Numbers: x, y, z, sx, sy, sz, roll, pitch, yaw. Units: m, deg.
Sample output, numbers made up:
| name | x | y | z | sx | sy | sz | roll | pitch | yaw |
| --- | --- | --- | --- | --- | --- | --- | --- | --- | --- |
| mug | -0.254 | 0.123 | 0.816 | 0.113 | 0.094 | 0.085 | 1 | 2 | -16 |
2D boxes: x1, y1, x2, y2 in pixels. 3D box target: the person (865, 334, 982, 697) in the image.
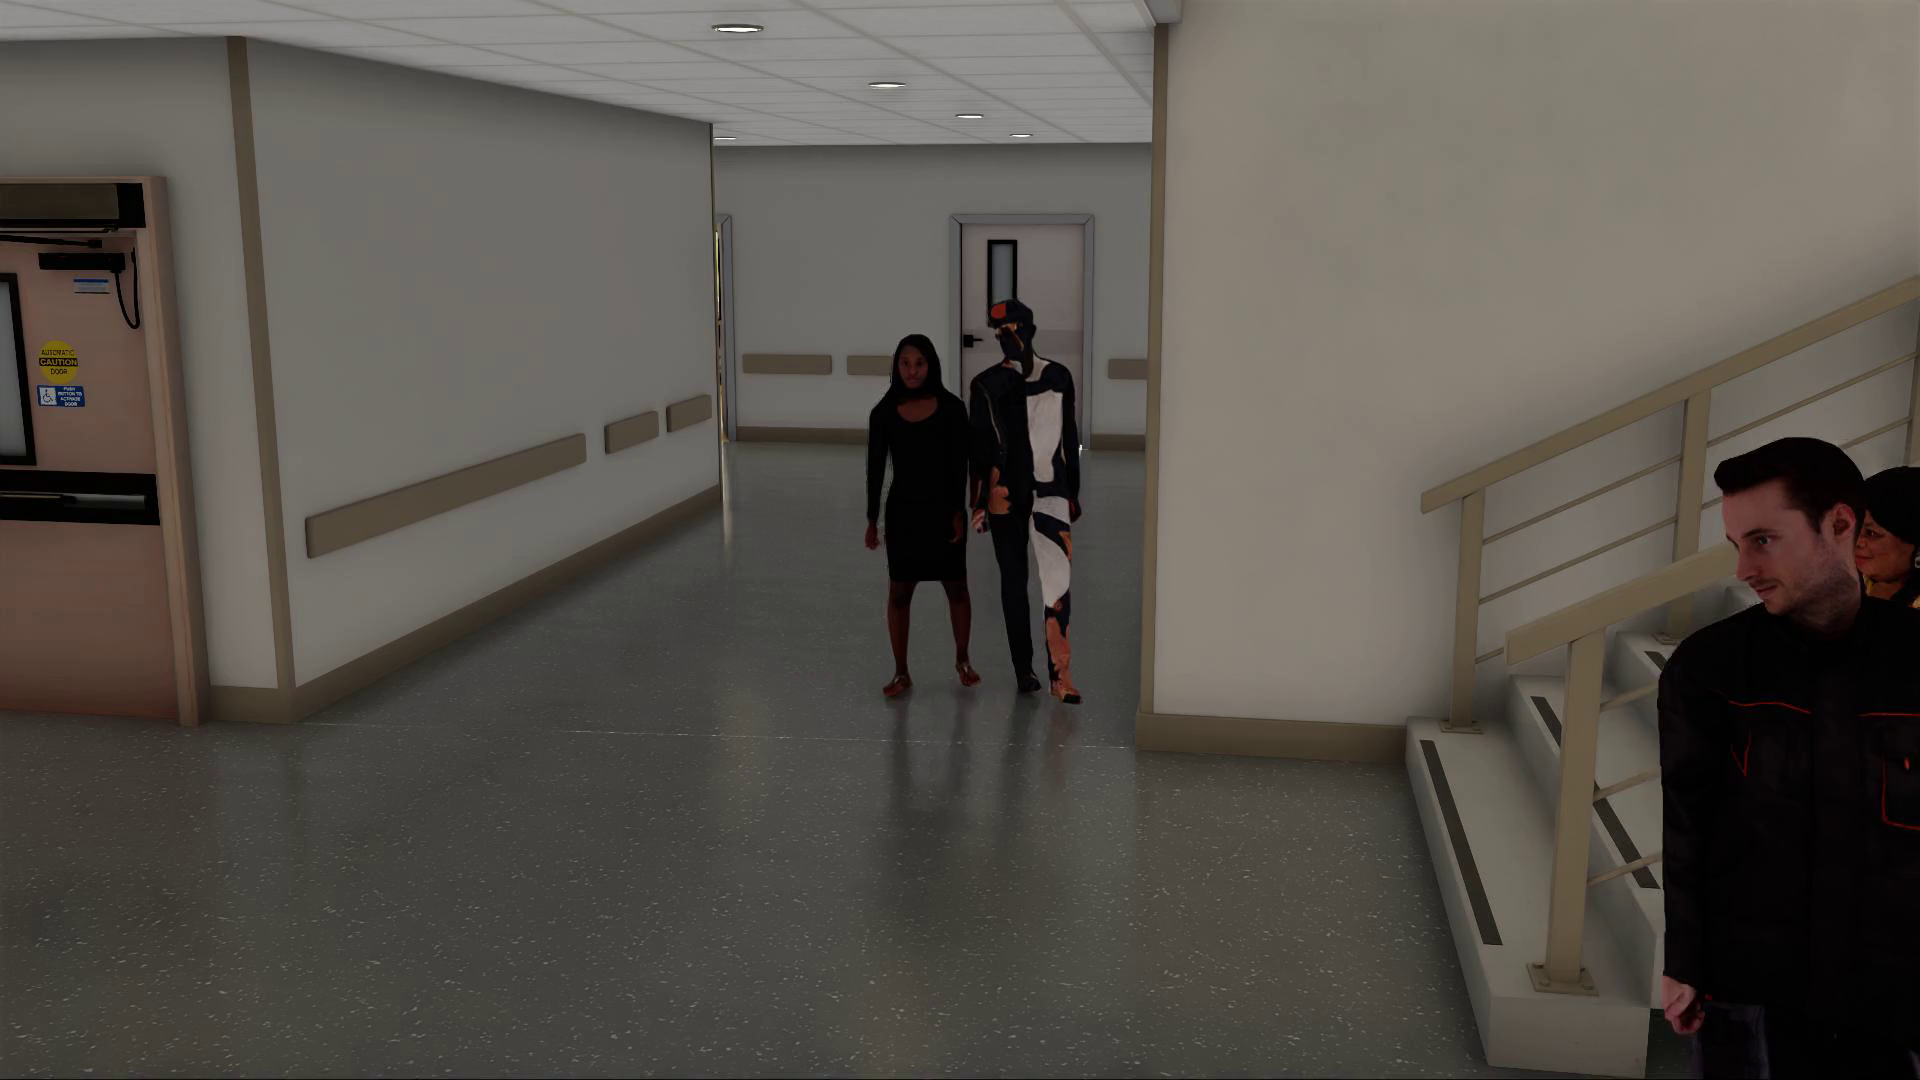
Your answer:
| name | x | y | z | sx | sy | sz | roll | pitch | yaw |
| --- | --- | --- | --- | --- | --- | --- | --- | --- | --- |
| person | -0.179 | -0.111 | 7.842 | 0.600 | 1.713 | 0.791 | 1 | 11 | 3 |

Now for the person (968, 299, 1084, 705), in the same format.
| name | x | y | z | sx | sy | sz | roll | pitch | yaw |
| --- | --- | --- | --- | --- | --- | --- | --- | --- | --- |
| person | 0.295 | -0.187 | 7.844 | 0.918 | 1.861 | 0.931 | -2 | 11 | -10 |

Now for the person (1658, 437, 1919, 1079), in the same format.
| name | x | y | z | sx | sy | sz | roll | pitch | yaw |
| --- | --- | --- | --- | --- | --- | --- | --- | --- | --- |
| person | 1.486 | 0.774 | 2.747 | 0.741 | 1.873 | 1.057 | 3 | 11 | 17 |
